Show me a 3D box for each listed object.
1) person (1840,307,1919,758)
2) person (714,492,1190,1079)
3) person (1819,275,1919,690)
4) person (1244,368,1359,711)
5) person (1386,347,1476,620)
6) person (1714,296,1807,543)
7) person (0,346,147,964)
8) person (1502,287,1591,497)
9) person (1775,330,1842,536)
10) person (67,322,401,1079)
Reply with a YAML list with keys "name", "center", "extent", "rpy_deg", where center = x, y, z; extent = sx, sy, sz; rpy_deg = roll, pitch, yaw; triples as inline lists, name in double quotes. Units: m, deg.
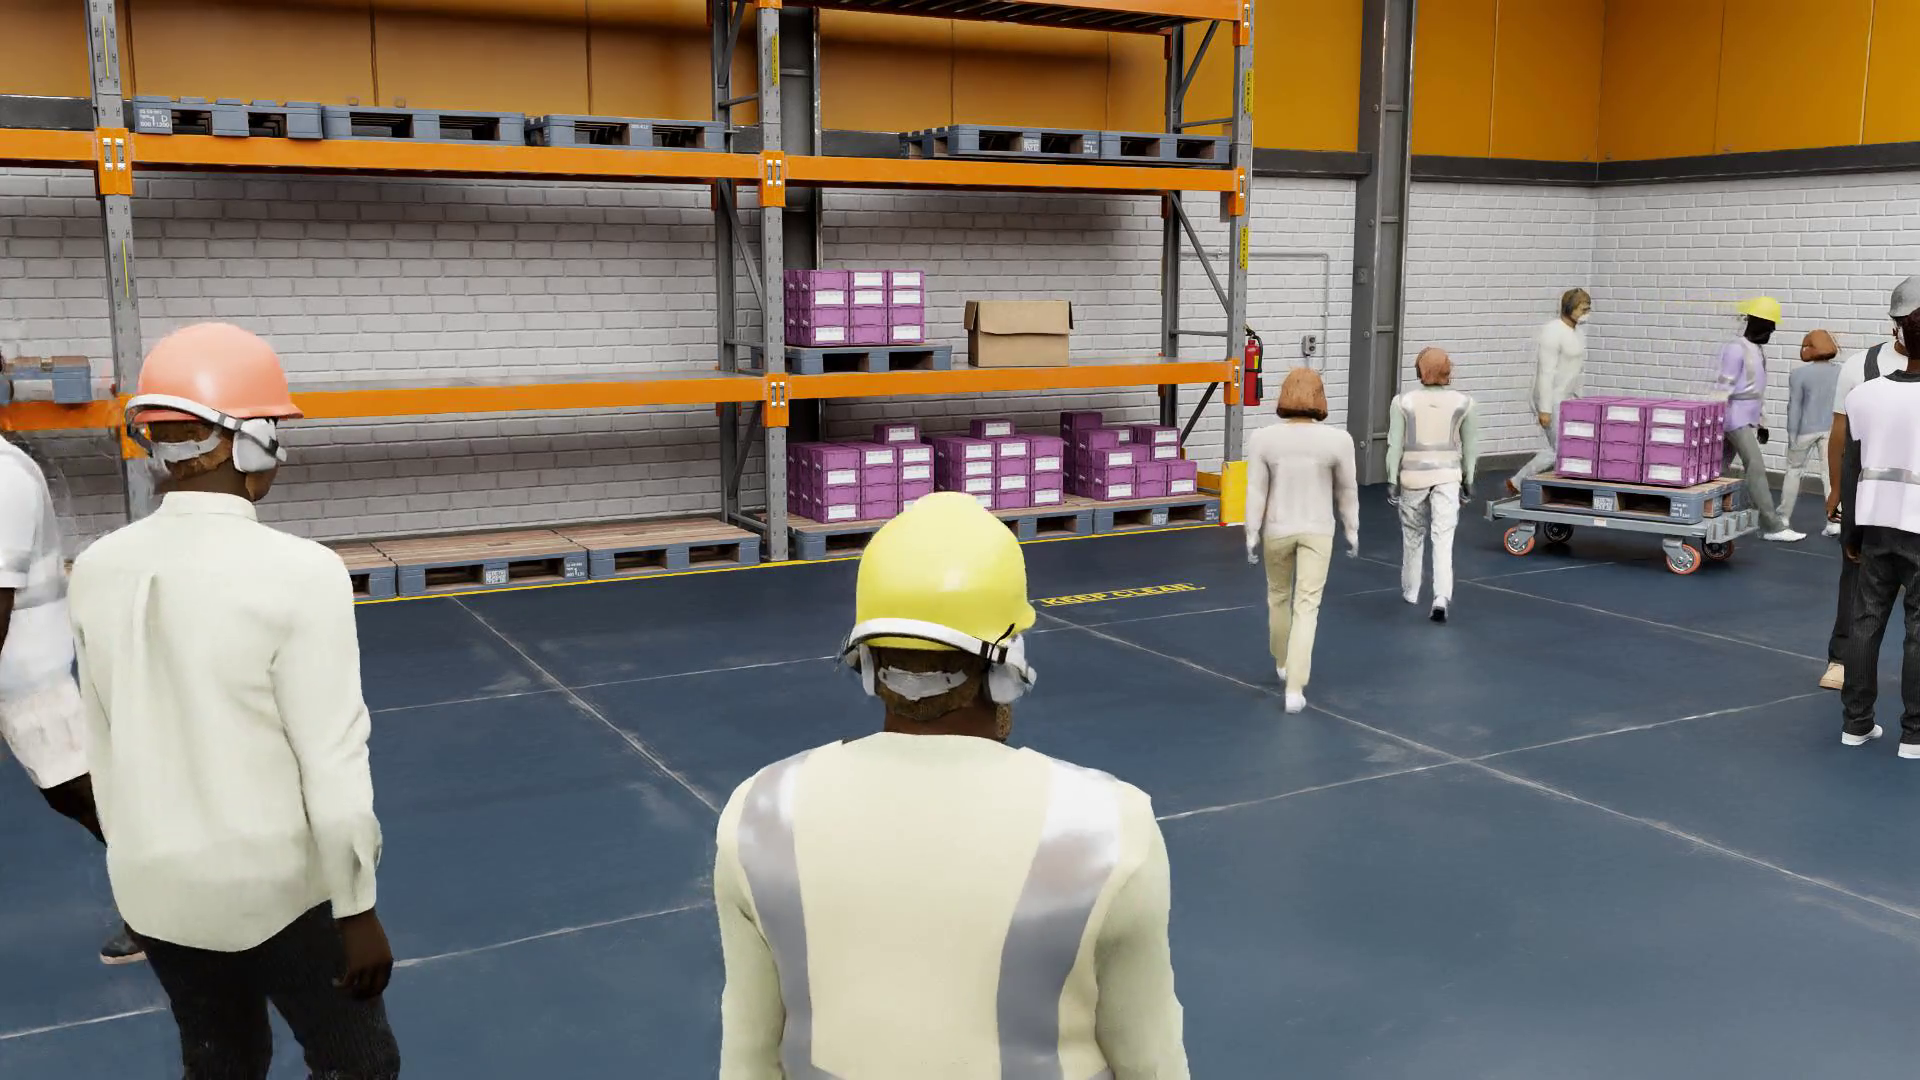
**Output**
- name: "person"
  center: [4.018, -0.034, 7.055]
  extent: [0.392, 1.919, 0.591]
  rpy_deg: [-6, 11, -32]
- name: "person"
  center: [-0.022, 0.839, 2.116]
  extent: [0.593, 1.804, 0.883]
  rpy_deg: [3, 10, 19]
- name: "person"
  center: [4.527, -0.248, 7.990]
  extent: [0.688, 2.000, 0.536]
  rpy_deg: [6, 11, 35]
- name: "person"
  center: [1.645, -0.022, 7.985]
  extent: [0.523, 1.588, 0.849]
  rpy_deg: [3, 10, 20]
- name: "person"
  center: [2.809, -0.345, 9.909]
  extent: [0.534, 1.602, 0.849]
  rpy_deg: [2, 9, 9]
- name: "person"
  center: [5.950, -0.938, 12.751]
  extent: [1.048, 1.867, 0.606]
  rpy_deg: [7, 12, 38]
- name: "person"
  center: [-2.710, 0.347, 4.746]
  extent: [0.994, 1.925, 0.621]
  rpy_deg: [-8, 12, -42]
- name: "person"
  center: [4.816, -1.100, 13.574]
  extent: [0.574, 1.915, 0.671]
  rpy_deg: [6, 11, 34]
- name: "person"
  center: [6.674, -0.830, 12.971]
  extent: [0.496, 1.600, 0.830]
  rpy_deg: [1, 9, 3]
- name: "person"
  center: [-1.304, 0.609, 2.955]
  extent: [0.638, 1.974, 0.507]
  rpy_deg: [4, 10, 22]
